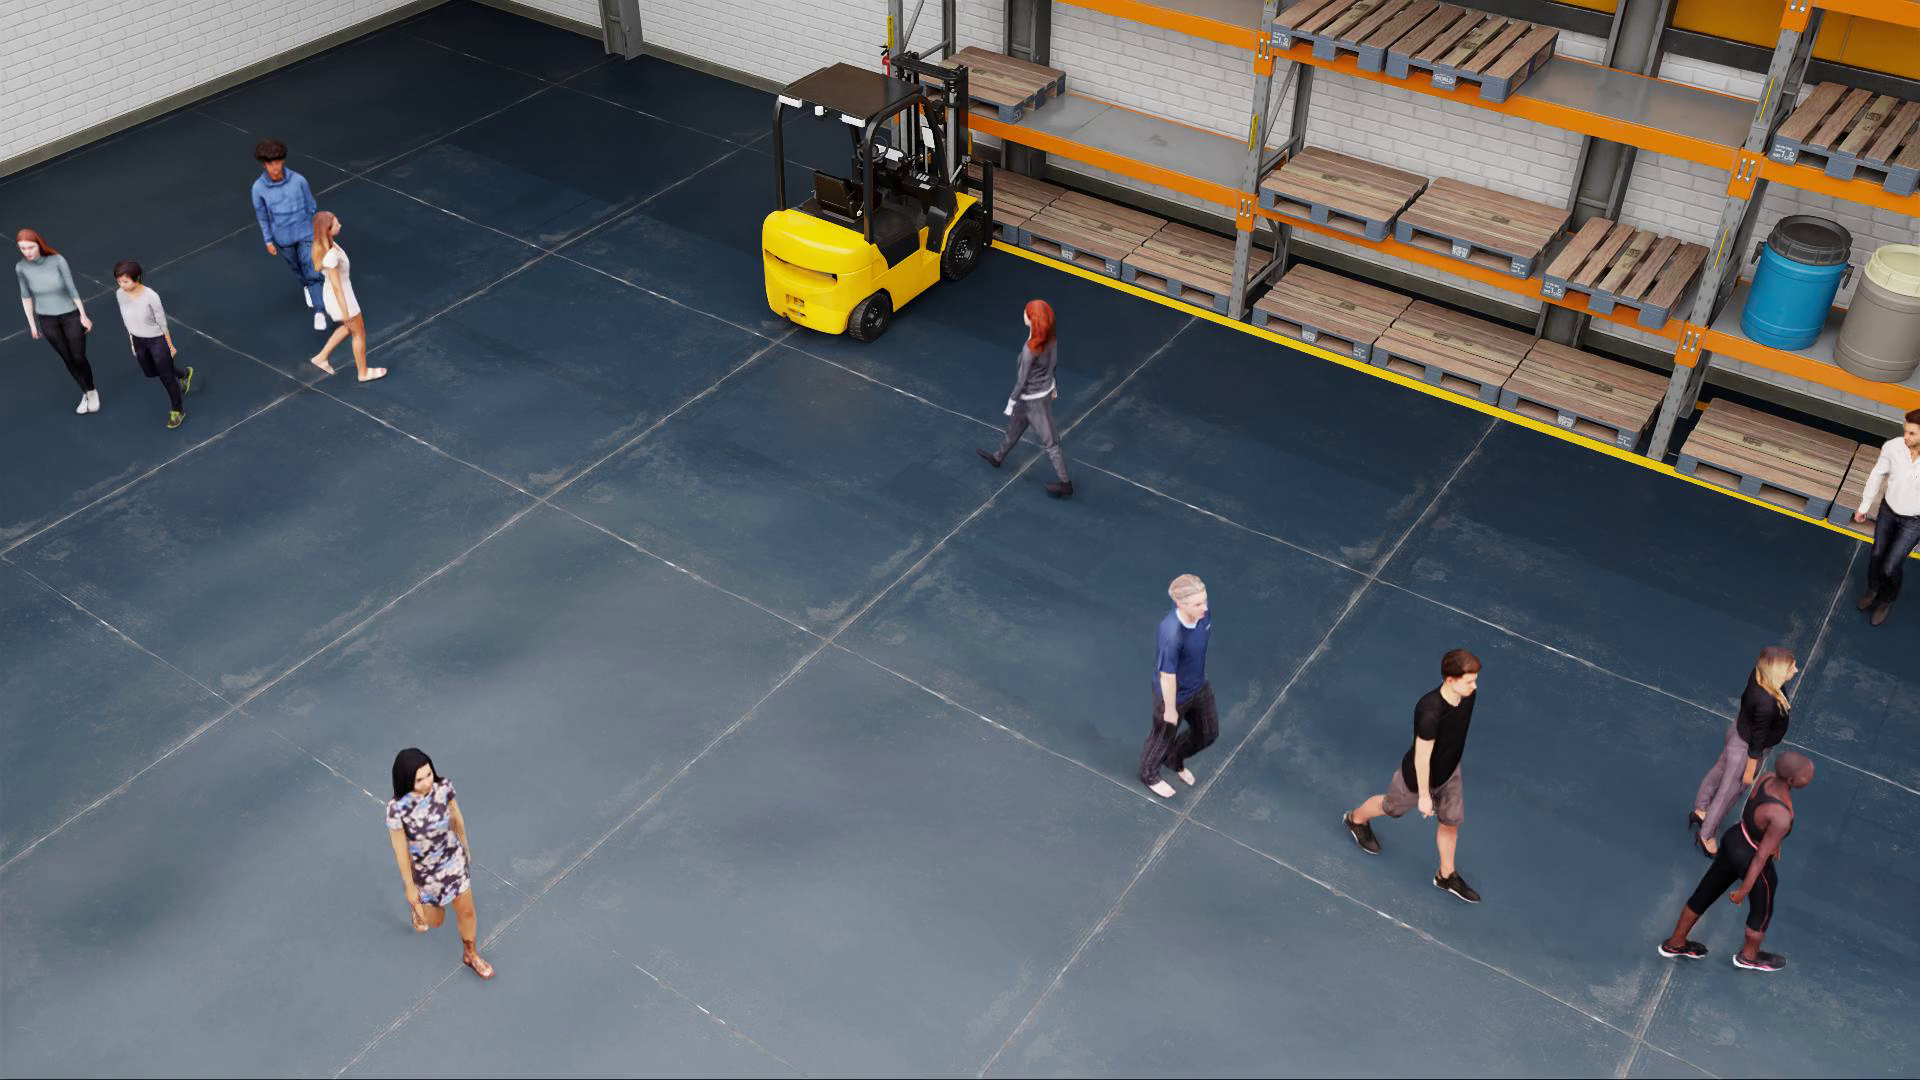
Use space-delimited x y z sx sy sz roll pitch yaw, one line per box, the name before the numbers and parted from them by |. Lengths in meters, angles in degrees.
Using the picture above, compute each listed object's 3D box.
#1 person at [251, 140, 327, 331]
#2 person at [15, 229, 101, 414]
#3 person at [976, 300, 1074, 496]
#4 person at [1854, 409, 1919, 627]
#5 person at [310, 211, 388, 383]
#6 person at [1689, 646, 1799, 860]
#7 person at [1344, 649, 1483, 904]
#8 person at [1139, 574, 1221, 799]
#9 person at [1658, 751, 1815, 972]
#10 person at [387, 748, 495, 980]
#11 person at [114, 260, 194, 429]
person | -6.204 -2.885 15.462 1.116 1.766 1.259 -11 40 -14
person | -7.680 -1.908 14.264 0.741 1.733 0.797 -3 39 -4
person | 0.681 -1.076 13.234 1.170 1.719 0.722 17 42 21
person | 6.867 -0.201 12.054 0.873 1.824 0.805 -32 48 -33
person | -5.496 -2.085 14.532 0.846 1.676 0.871 -19 42 -22
person | 4.840 1.296 10.302 0.643 1.671 0.667 9 40 11
person | 2.774 1.349 10.111 0.927 1.826 1.290 -25 45 -28
person | 1.326 0.907 10.644 0.713 1.852 0.700 28 46 31
person | 4.414 1.838 9.571 1.032 1.735 0.889 1 39 1
person | -3.067 1.836 9.588 0.936 1.719 0.690 31 48 33
person | -6.867 -1.745 14.219 0.821 1.536 0.772 9 40 11
